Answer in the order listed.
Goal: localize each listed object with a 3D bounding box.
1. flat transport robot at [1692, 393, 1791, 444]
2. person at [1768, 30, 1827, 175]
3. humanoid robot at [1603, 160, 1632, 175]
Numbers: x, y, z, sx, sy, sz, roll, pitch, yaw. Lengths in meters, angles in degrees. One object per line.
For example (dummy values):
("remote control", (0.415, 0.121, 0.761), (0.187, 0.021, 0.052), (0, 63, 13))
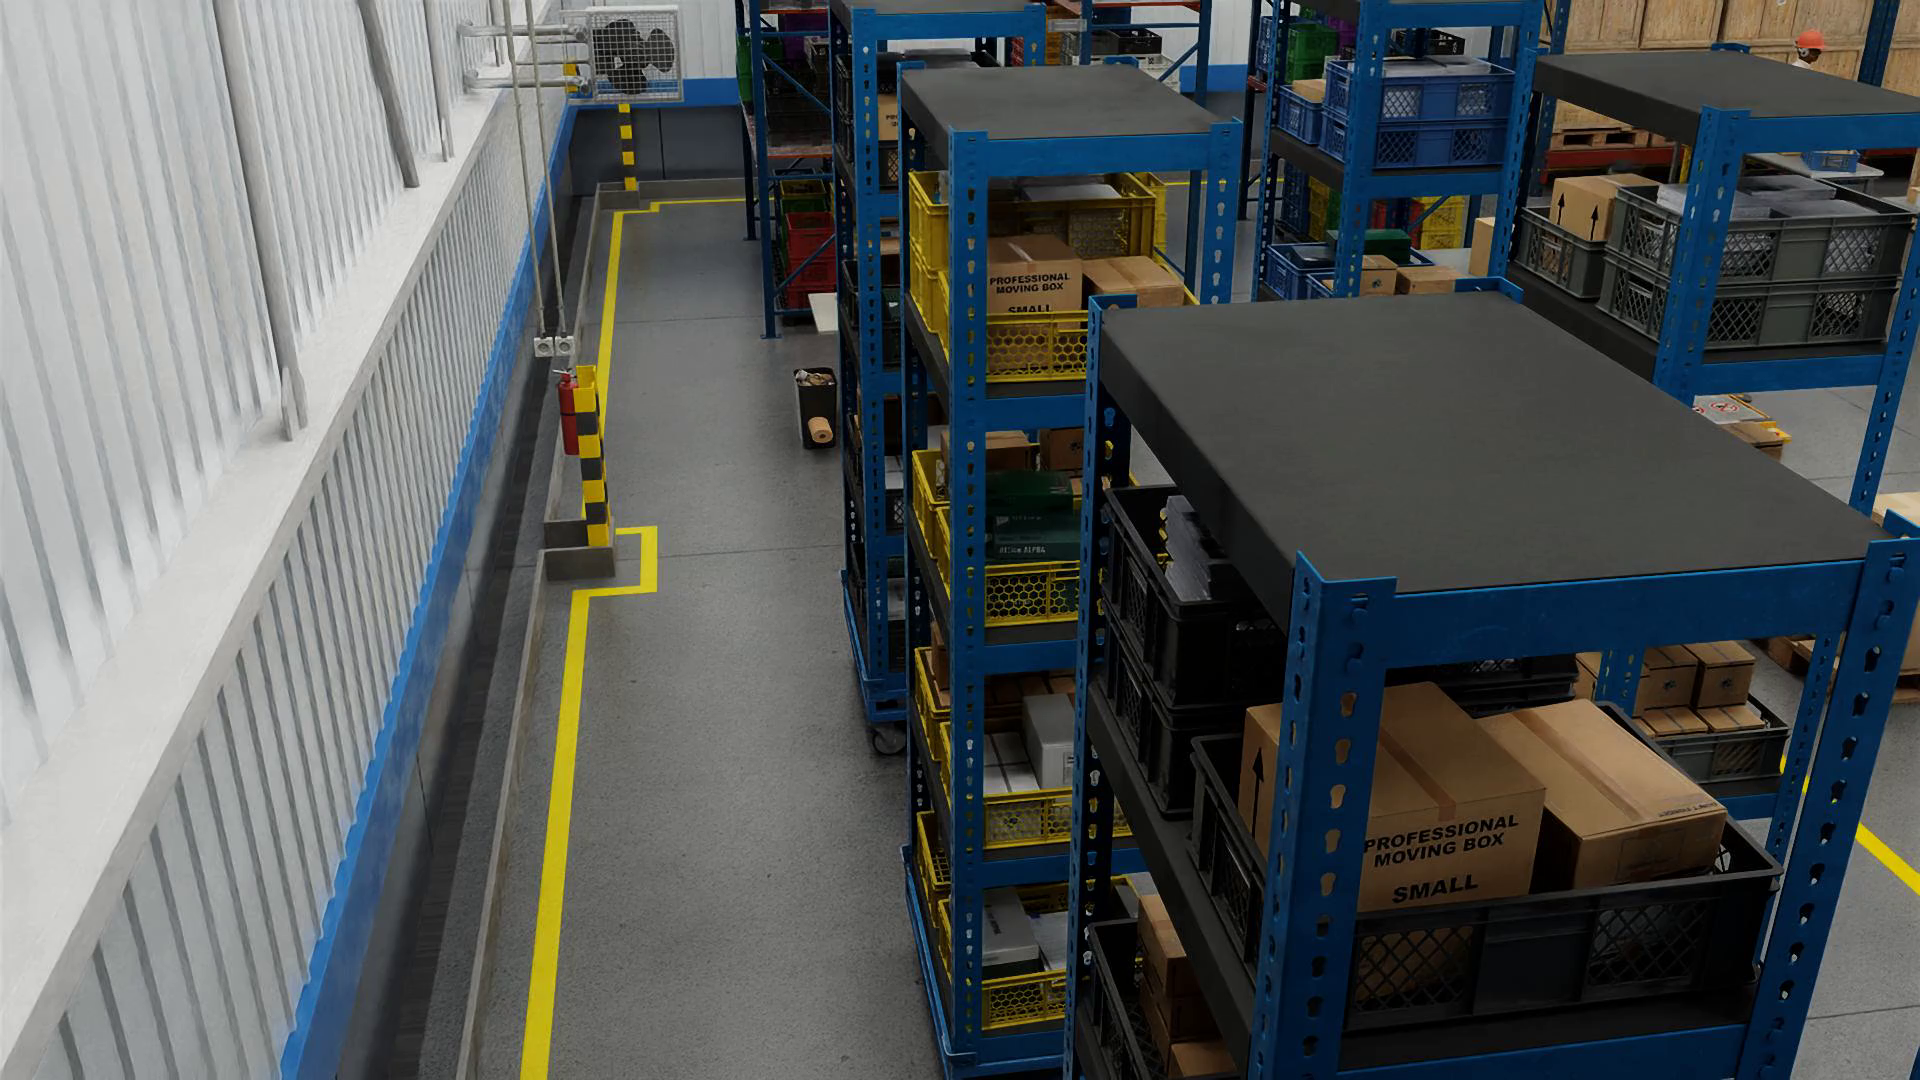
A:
("flat transport robot", (5.224, -0.859, 12.132), (1.431, 0.197, 0.652), (-4, 25, -8))
("person", (8.989, -4.476, 17.965), (0.380, 1.994, 0.610), (16, 29, 31))
("humanoid robot", (5.384, -2.301, 13.642), (0.448, 1.629, 0.576), (-5, 25, -12))
